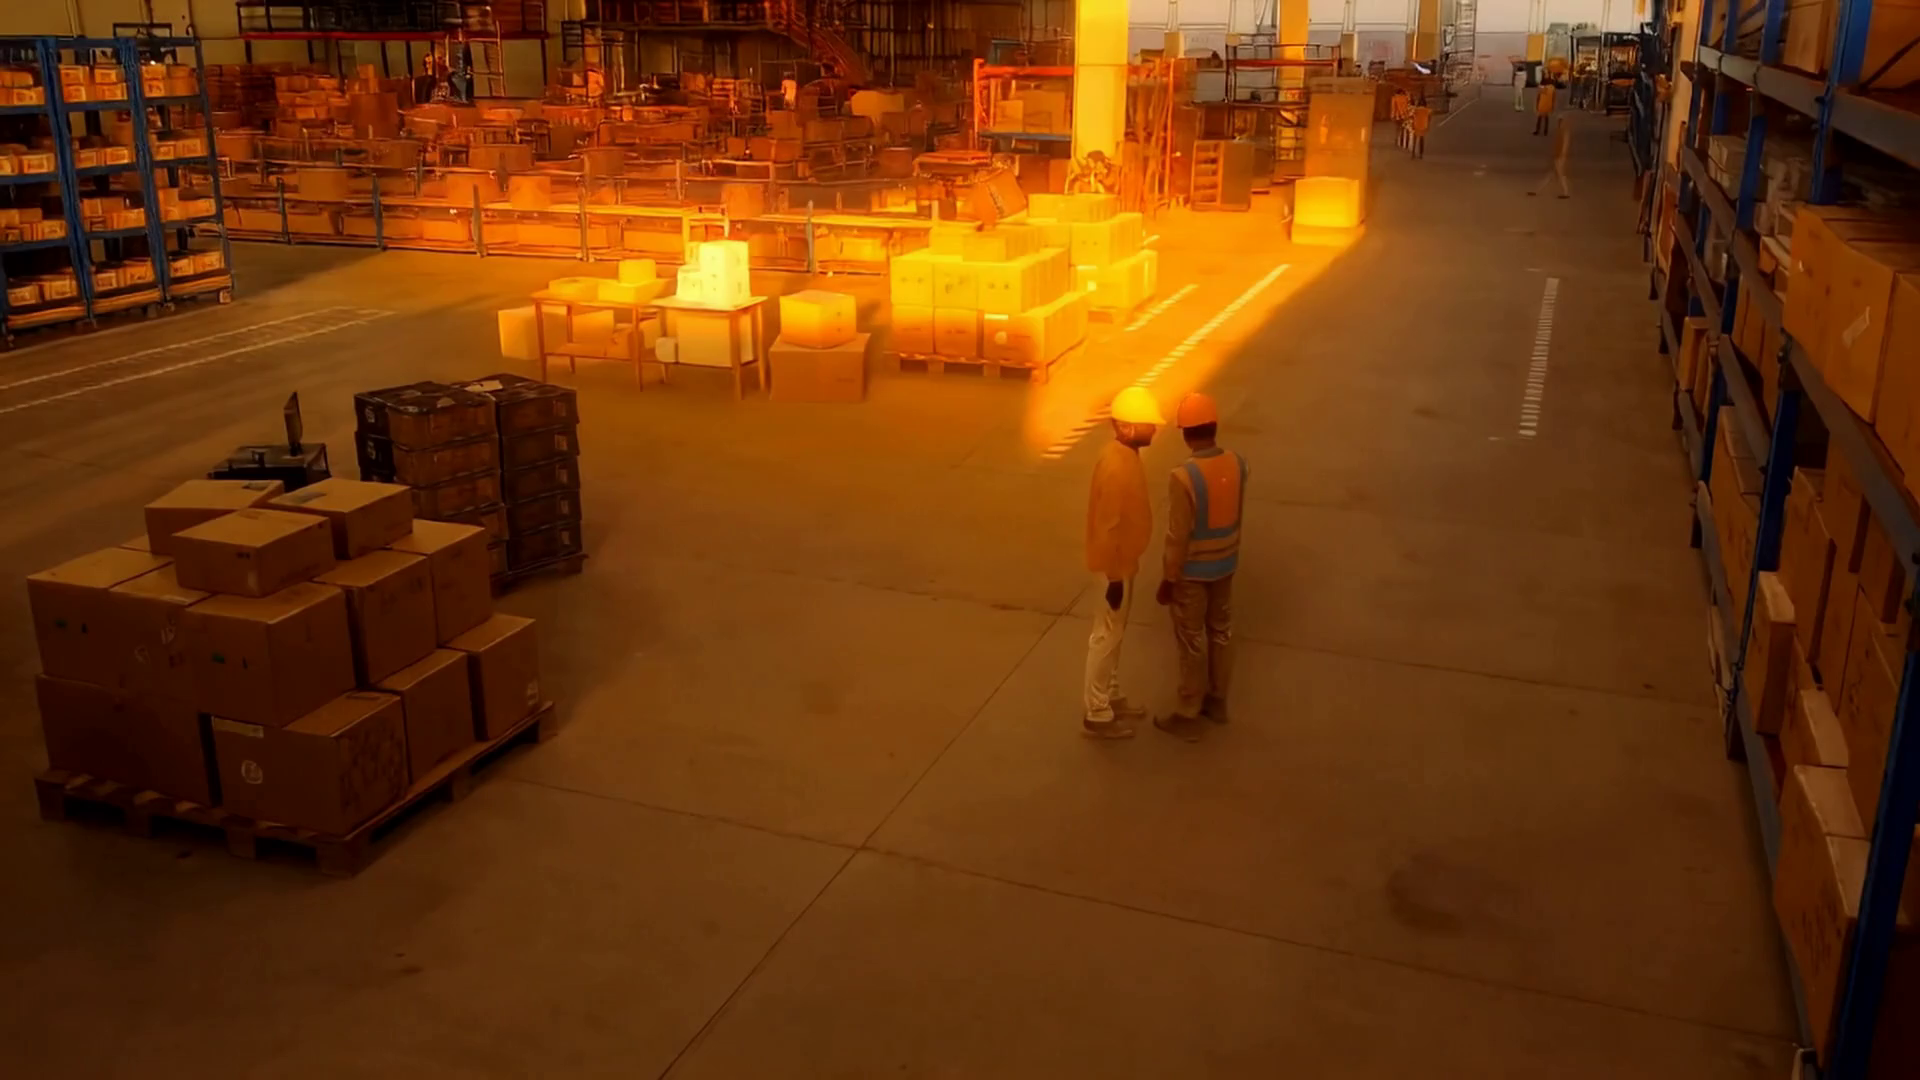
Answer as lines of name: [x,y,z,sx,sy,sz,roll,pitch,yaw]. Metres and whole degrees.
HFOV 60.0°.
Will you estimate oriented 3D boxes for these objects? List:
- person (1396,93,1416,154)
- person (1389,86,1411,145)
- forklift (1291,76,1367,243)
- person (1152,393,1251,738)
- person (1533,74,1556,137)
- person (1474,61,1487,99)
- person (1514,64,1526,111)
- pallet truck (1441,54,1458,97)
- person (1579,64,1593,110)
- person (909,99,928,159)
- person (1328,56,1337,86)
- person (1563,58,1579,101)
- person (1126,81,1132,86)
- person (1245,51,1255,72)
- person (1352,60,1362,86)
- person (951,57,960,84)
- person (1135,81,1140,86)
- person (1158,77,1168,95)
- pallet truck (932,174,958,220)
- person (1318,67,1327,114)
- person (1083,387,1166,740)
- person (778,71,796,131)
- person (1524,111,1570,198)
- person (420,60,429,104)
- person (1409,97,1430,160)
person: [12.668,-11.832,47.283,0.552,1.671,0.625,3,18,10]
person: [13.244,-12.775,50.101,0.616,1.760,1.019,3,18,10]
forklift: [6.598,-6.755,29.381,1.129,2.768,1.873,6,19,19]
person: [1.326,0.144,9.235,0.604,1.937,0.402,-15,23,-40]
person: [18.894,-14.043,53.765,0.361,1.962,0.618,-16,24,-42]
person: [23.964,-21.181,76.631,0.499,1.697,0.886,3,18,9]
person: [22.783,-18.380,67.540,0.322,1.875,0.524,-11,21,-30]
pallet truck: [22.765,-21.886,78.355,0.823,1.965,1.885,-4,18,-14]
person: [25.742,-18.622,68.348,0.514,1.844,0.328,-7,19,-20]
person: [-1.026,-10.465,42.861,0.554,1.743,0.618,9,20,26]
person: [18.345,-22.827,81.610,0.680,1.820,0.649,6,19,18]
person: [27.586,-20.666,74.704,0.900,1.879,0.603,-3,18,-9]
person: [6.066,-16.121,60.247,0.389,1.992,0.625,-2,18,-5]
person: [15.439,-24.984,88.275,0.639,1.874,0.996,-17,24,-42]
person: [18.579,-21.562,77.820,0.537,1.700,0.318,-7,19,-22]
person: [-0.092,-20.831,75.187,0.859,1.901,0.563,-2,18,-6]
person: [8.758,-22.956,81.813,0.372,1.940,0.631,-13,22,-36]
person: [7.073,-15.360,58.311,0.306,1.726,0.668,-13,22,-36]
pallet truck: [-0.507,-5.292,27.348,0.653,1.274,1.630,6,19,19]
person: [13.546,-16.730,62.317,0.560,1.912,0.886,-8,20,-25]
person: [0.907,0.123,9.232,0.414,1.985,0.611,4,18,13]
person: [-5.834,-14.841,56.251,0.602,1.968,1.098,-11,21,-31]
person: [12.851,-8.350,36.050,0.981,1.851,0.673,8,19,23]
person: [-23.471,-20.099,72.945,0.350,1.879,0.577,-1,18,-3]
person: [12.498,-11.196,45.263,0.531,1.692,0.320,-2,18,-5]
